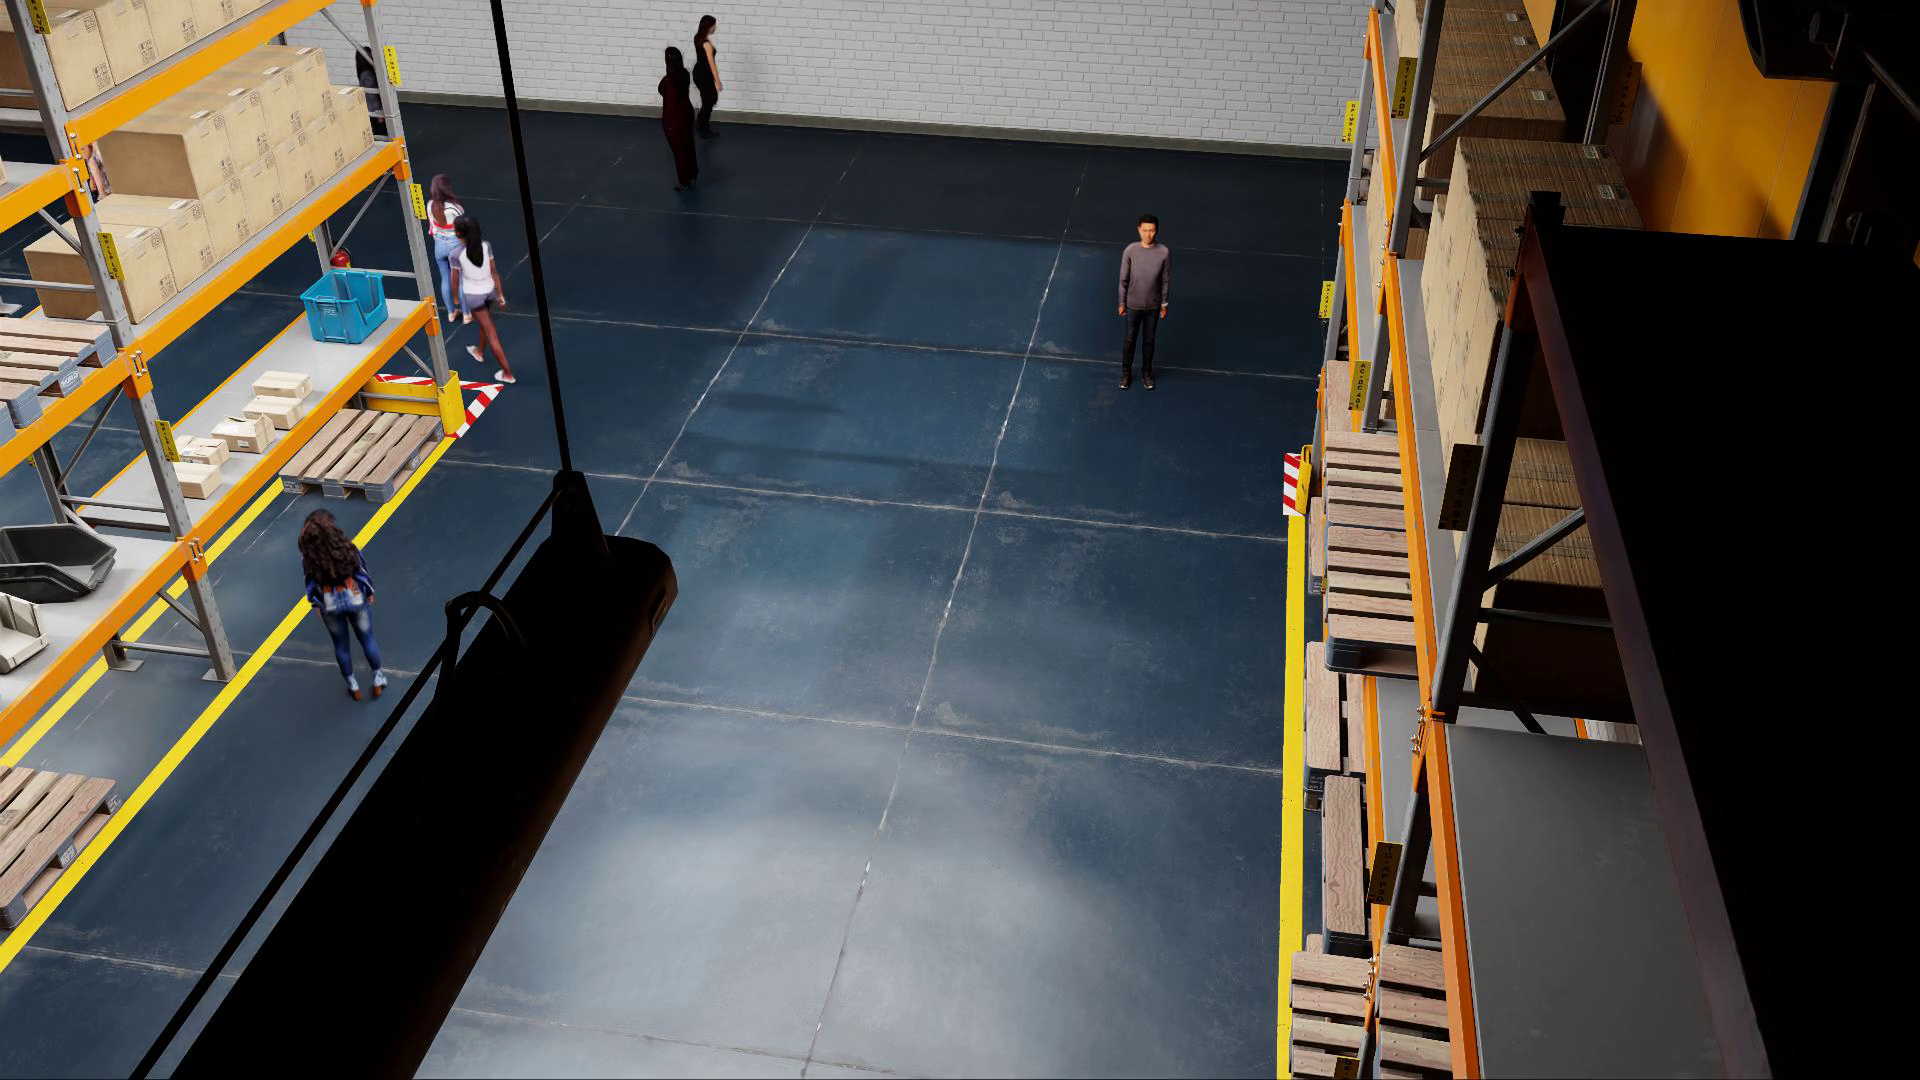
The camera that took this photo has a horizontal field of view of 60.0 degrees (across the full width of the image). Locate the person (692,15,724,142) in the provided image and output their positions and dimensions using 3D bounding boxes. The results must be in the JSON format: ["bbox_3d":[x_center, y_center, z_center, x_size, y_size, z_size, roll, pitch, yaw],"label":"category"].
[{"bbox_3d":[-3.378,-5.978,21.666,0.807,1.667,0.723,-16,37,-23],"label":"person"}]

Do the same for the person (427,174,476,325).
[{"bbox_3d":[-5.290,-3.021,17.268,0.582,1.611,0.485,6,34,9],"label":"person"}]

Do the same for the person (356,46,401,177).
[{"bbox_3d":[-7.283,-5.378,20.828,0.861,1.597,0.792,-18,38,-25],"label":"person"}]

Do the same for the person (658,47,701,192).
[{"bbox_3d":[-3.431,-5.168,20.367,0.737,1.757,0.560,9,35,13],"label":"person"}]

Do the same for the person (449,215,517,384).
[{"bbox_3d":[-4.593,-2.285,16.092,0.997,1.687,1.087,24,41,32],"label":"person"}]

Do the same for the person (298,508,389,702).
[{"bbox_3d":[-4.453,0.460,12.028,0.695,1.615,0.702,-11,35,-15],"label":"person"}]

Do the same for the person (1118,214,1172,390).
[{"bbox_3d":[1.772,-2.303,16.046,0.669,1.769,0.572,2,34,3],"label":"person"}]
